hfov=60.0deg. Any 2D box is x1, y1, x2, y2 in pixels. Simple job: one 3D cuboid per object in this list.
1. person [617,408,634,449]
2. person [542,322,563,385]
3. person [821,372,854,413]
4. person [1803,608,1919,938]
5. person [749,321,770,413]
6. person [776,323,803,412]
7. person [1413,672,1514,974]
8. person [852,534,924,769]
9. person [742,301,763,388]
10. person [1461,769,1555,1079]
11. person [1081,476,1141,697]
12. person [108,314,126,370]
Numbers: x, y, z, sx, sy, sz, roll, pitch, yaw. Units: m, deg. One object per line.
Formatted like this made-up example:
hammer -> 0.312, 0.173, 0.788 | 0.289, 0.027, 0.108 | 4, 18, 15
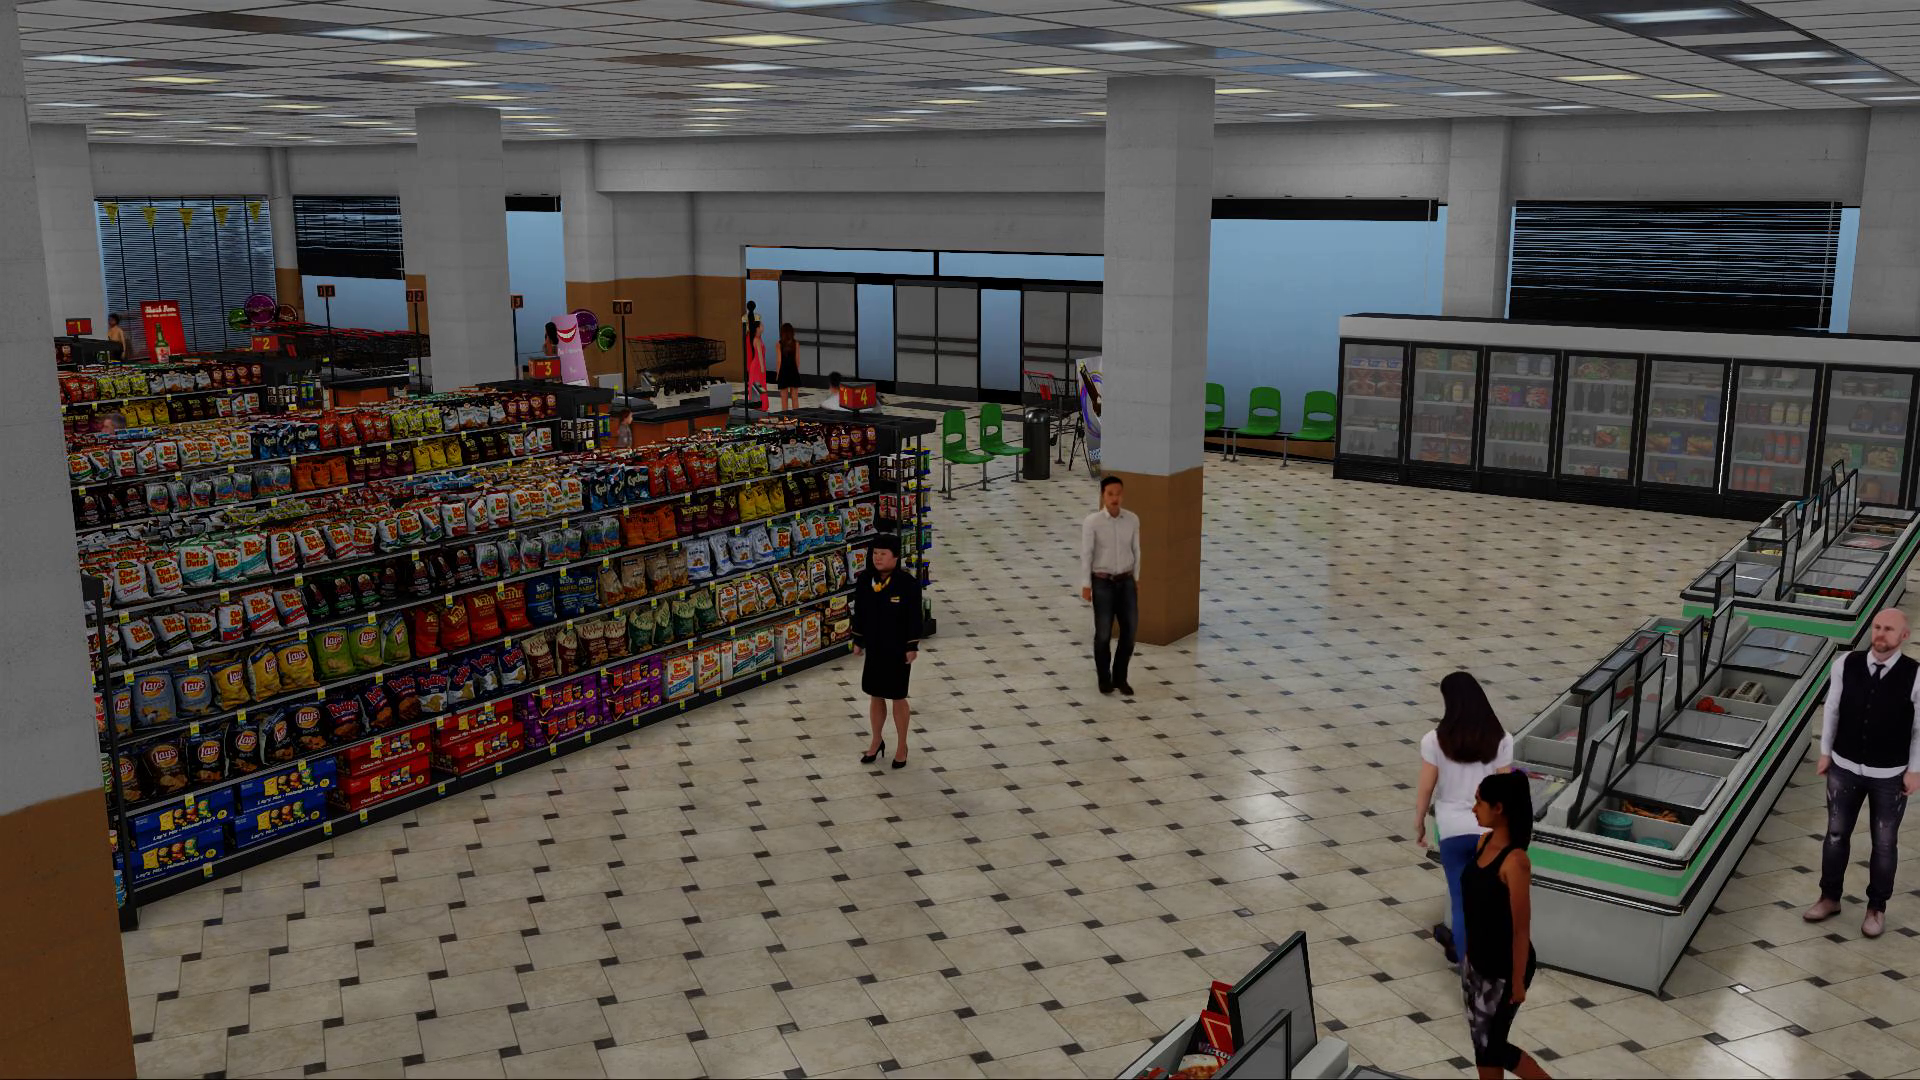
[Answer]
person -> -4.489, -1.166, 22.181 | 0.617, 1.191, 0.548 | -1, 12, -6
person -> -7.540, -3.215, 30.812 | 0.784, 1.645, 0.637 | 2, 12, 8
person -> -1.441, -1.096, 20.289 | 1.150, 1.834, 1.084 | -4, 13, -20
person -> 5.010, 1.256, 9.147 | 0.724, 1.823, 0.644 | 11, 16, 43
person -> -3.651, -3.103, 30.077 | 0.748, 1.727, 0.713 | -4, 13, -19
person -> -2.910, -2.763, 28.203 | 0.630, 1.835, 0.726 | -5, 13, -21
person -> 2.567, 1.535, 8.267 | 0.922, 1.639, 1.092 | 3, 12, 13
person -> -0.510, 0.776, 11.793 | 0.725, 1.671, 0.667 | 6, 13, 26
person -> -4.310, -4.075, 34.538 | 0.648, 1.792, 0.749 | -5, 13, -21
person -> 2.349, 1.783, 7.057 | 0.875, 1.653, 0.831 | -2, 12, -7
person -> 1.204, 0.355, 13.493 | 0.847, 1.795, 0.909 | -3, 12, -12
person -> -16.582, -3.636, 32.814 | 0.693, 1.644, 0.706 | 4, 12, 17
